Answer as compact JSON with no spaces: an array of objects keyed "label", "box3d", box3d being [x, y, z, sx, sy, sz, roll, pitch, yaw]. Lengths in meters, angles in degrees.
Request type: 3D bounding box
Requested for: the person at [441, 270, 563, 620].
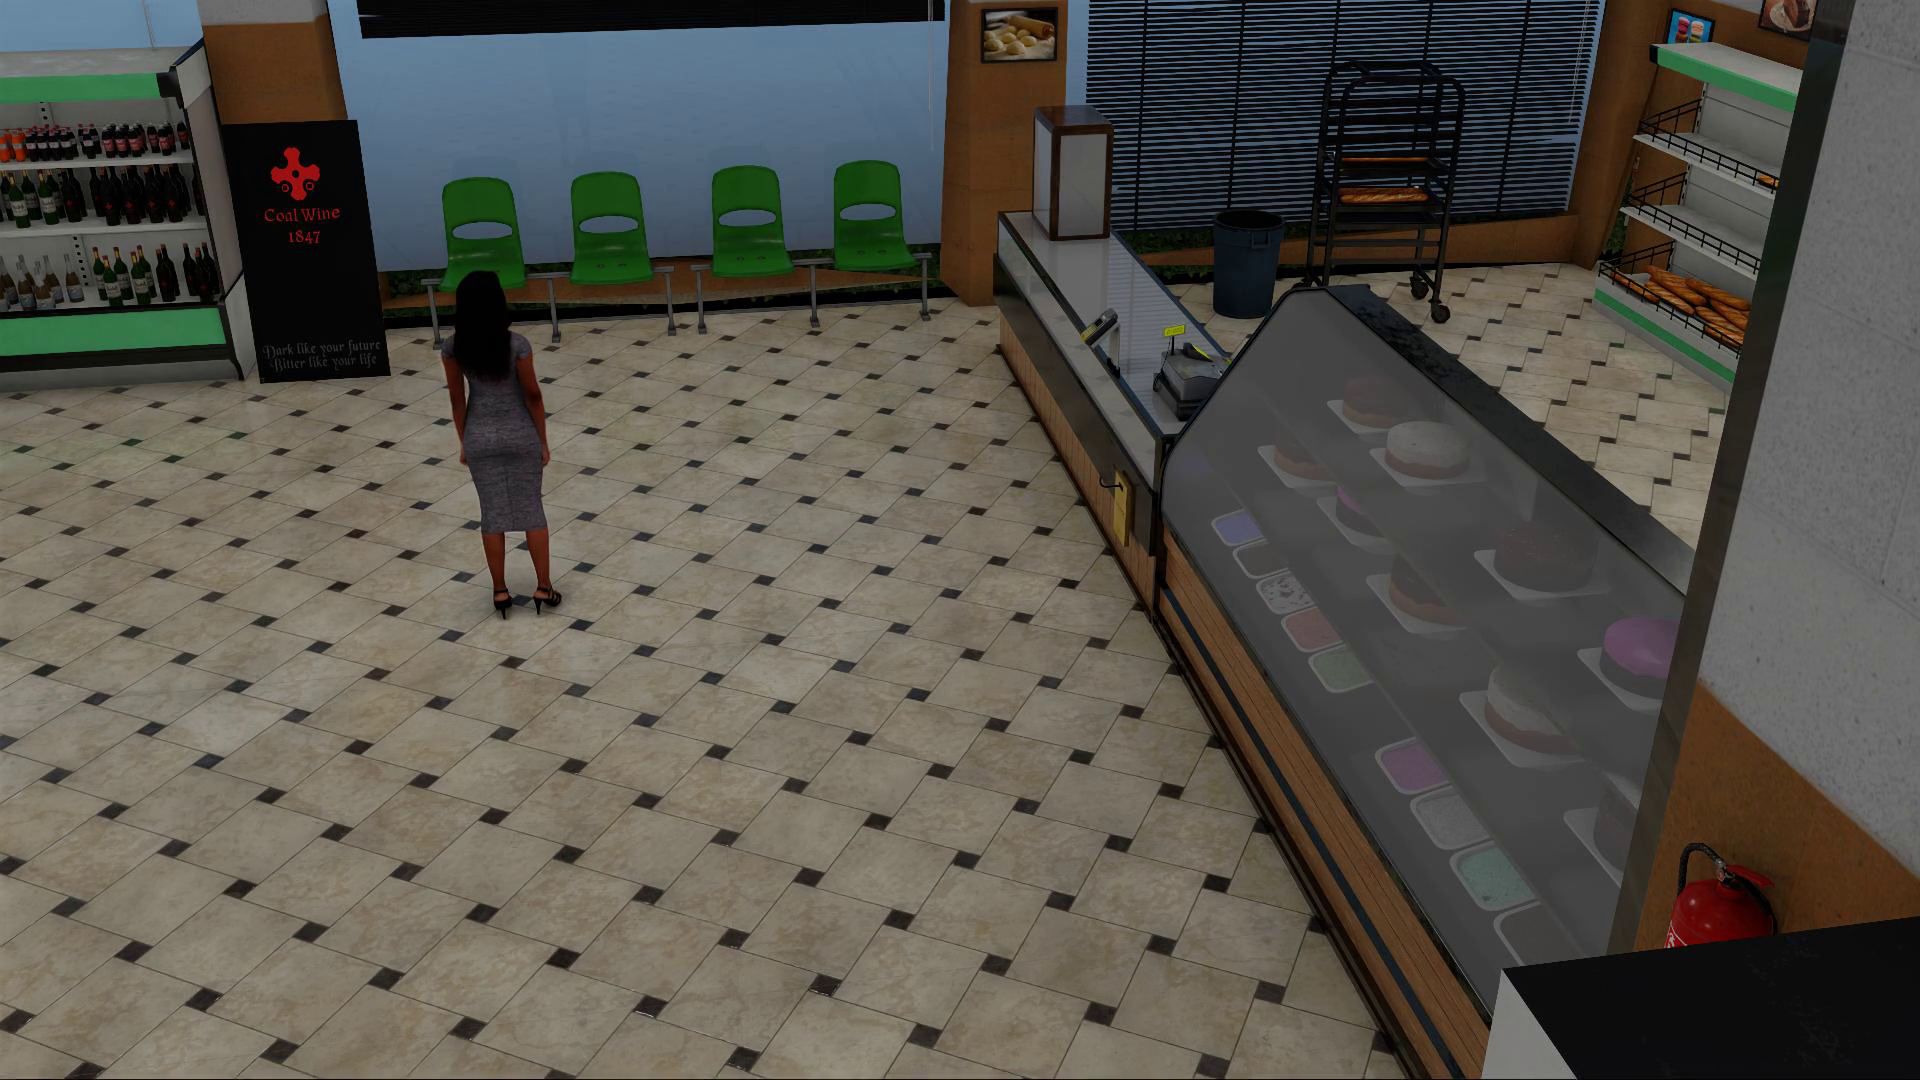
[{"label":"person","box3d":[-2.214,-0.445,8.054,0.480,1.781,0.664,-2,27,-3]}]
